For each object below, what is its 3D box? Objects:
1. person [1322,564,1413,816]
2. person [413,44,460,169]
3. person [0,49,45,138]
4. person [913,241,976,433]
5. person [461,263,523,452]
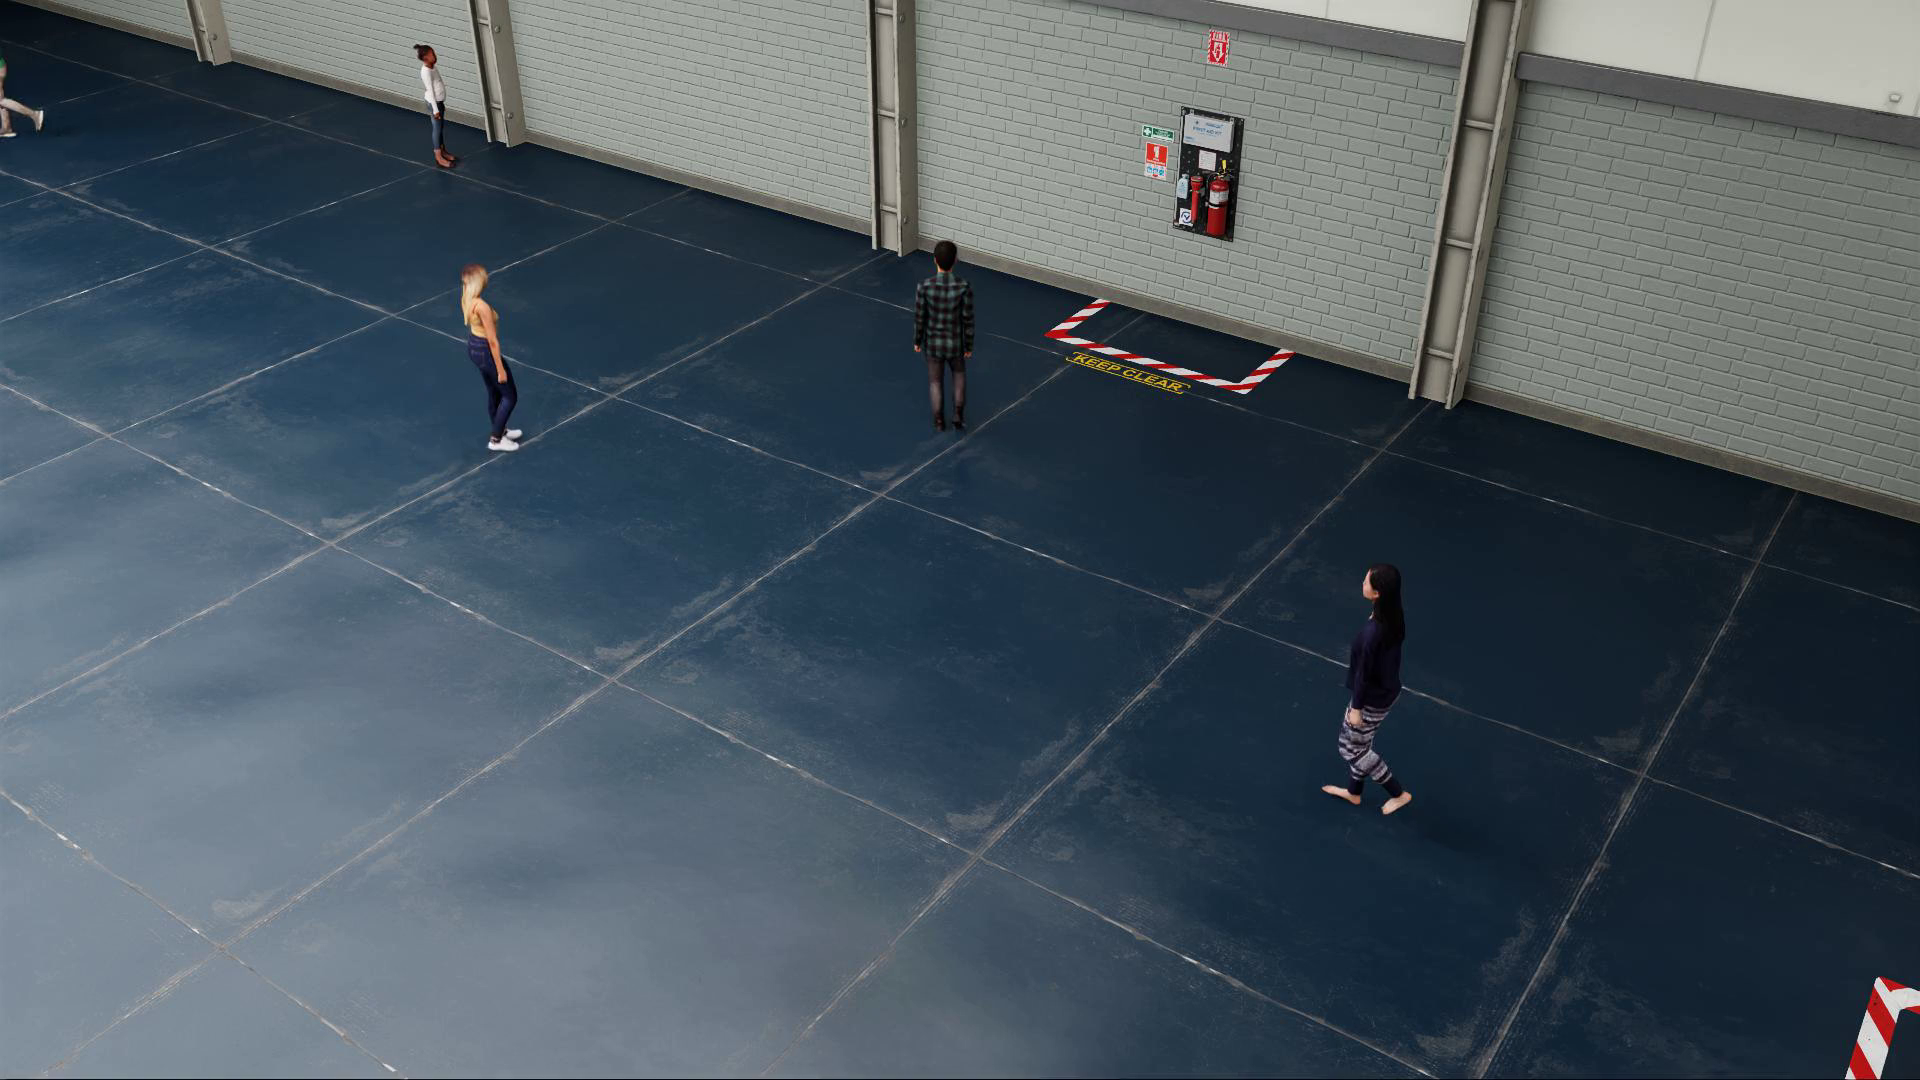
[{"bbox_3d":[2.487,0.910,9.701,0.773,1.721,0.612,21,38,30],"label":"person"},{"bbox_3d":[-6.156,-5.115,19.516,0.666,1.440,0.615,-4,32,-6],"label":"person"},{"bbox_3d":[-11.674,-5.713,20.285,1.003,1.632,0.942,-5,33,-8],"label":"person"},{"bbox_3d":[-0.132,-1.639,13.851,0.786,1.706,0.833,-3,32,-5],"label":"person"},{"bbox_3d":[-3.895,-1.464,13.557,0.761,1.623,0.639,-23,39,-32],"label":"person"}]
